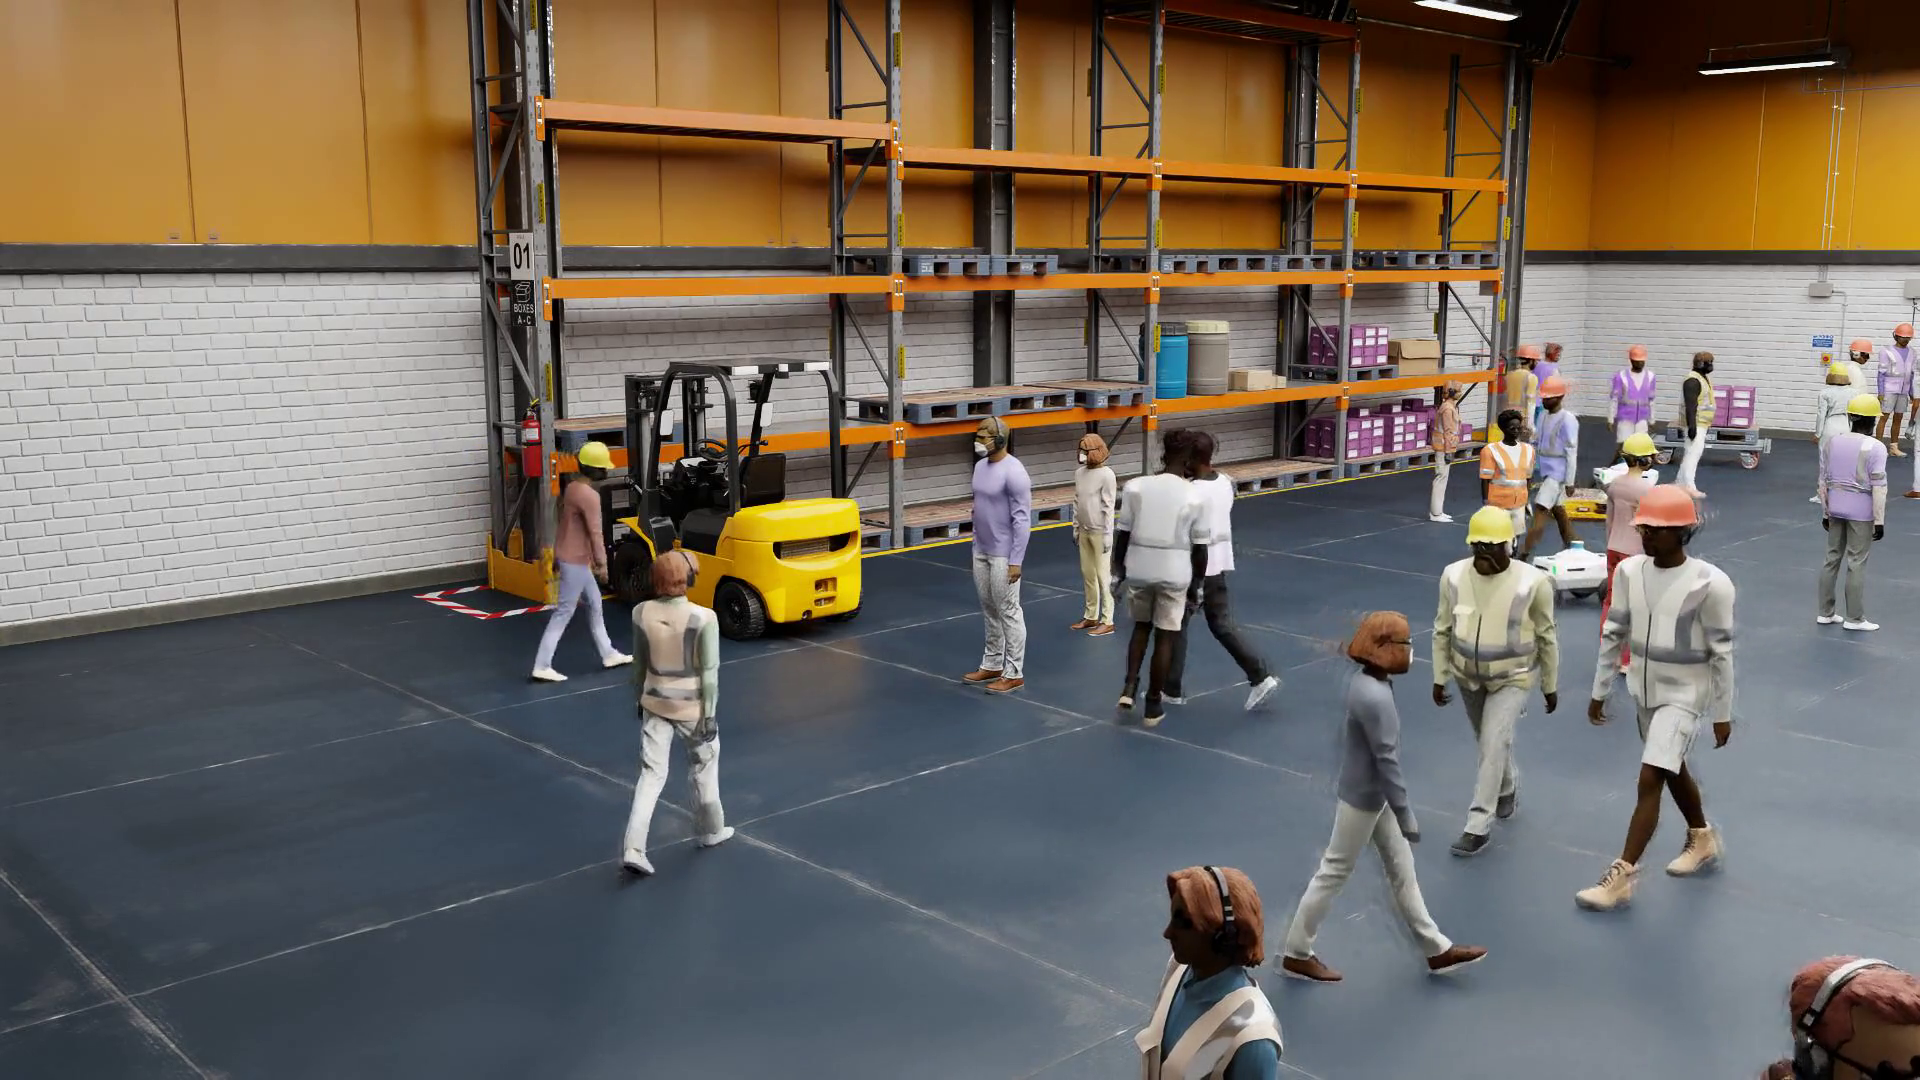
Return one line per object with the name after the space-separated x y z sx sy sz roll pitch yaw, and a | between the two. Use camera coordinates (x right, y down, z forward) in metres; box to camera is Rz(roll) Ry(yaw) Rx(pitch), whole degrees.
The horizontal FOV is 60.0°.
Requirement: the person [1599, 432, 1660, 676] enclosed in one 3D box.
4.883 0.102 12.080 0.309 1.772 0.525 -2 10 -14 | person

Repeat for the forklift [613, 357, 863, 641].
-1.847 -0.414 13.852 1.214 2.155 2.313 -9 13 -42 | forklift

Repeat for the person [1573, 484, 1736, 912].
3.352 0.712 7.897 1.062 1.990 0.628 -5 11 -26 | person

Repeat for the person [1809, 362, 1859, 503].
10.740 -1.314 20.438 0.487 1.746 0.289 0 10 -2 | person

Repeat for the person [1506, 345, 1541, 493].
7.161 -1.515 21.101 0.584 1.909 0.557 -5 11 -25 | person

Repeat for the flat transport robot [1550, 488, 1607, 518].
7.309 -0.453 19.704 0.652 0.197 1.431 3 10 14 | flat transport robot

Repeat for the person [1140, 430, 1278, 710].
1.669 0.210 11.092 0.894 1.893 0.590 8 12 38 | person

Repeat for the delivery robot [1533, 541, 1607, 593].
5.360 0.252 14.471 0.707 0.478 0.477 -3 10 -16 | delivery robot

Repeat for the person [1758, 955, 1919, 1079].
1.467 1.615 2.845 0.705 1.900 0.402 -3 10 -18 | person

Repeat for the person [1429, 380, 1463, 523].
5.563 -1.014 19.037 0.322 1.629 0.516 3 10 15 | person

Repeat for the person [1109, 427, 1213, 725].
1.318 0.232 10.836 0.658 1.930 0.511 4 11 24 | person

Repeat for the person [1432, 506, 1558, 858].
2.800 0.681 8.681 0.617 1.778 0.964 8 13 41 | person

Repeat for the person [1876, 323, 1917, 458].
14.118 -2.246 25.053 0.604 2.034 0.386 -1 10 -9 | person

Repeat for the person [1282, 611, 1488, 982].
1.758 1.081 6.872 0.859 1.590 0.505 3 10 15 | person

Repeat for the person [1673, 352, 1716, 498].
9.313 -1.463 21.087 0.476 1.836 0.661 6 12 33 | person

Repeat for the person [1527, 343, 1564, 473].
8.157 -1.842 23.342 0.405 1.815 0.670 -3 10 -15 | person

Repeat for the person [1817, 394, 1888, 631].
7.268 -0.226 13.533 0.370 1.927 0.588 -4 10 -22 | person

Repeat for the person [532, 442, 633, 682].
-2.702 0.155 11.911 0.890 1.717 0.548 -5 11 -27 | person

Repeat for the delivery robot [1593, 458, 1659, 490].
8.183 -0.766 20.437 0.707 0.478 0.477 1 10 3 | delivery robot

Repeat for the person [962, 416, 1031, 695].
0.261 0.101 11.588 0.352 1.937 0.635 -5 11 -28 | person

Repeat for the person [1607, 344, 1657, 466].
8.727 -1.595 21.592 0.592 1.913 0.564 0 10 3 | person

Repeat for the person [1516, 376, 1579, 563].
5.571 -0.625 15.956 0.956 1.886 0.564 -1 10 -3 | person

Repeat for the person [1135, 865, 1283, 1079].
0.587 1.555 3.950 0.307 1.641 0.511 -3 10 -17 | person

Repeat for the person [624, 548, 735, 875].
-1.434 0.839 8.262 0.530 1.600 0.848 4 10 21 | person

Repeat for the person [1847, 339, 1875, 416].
11.411 -1.577 21.273 0.393 1.985 0.611 3 10 18 | person

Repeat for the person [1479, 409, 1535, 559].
4.824 -0.309 14.697 0.535 1.697 0.318 -3 10 -16 | person

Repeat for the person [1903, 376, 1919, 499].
12.099 -1.435 20.794 0.528 1.865 0.313 0 10 -1 | person

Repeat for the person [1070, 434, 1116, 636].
1.074 -0.047 13.377 0.280 1.624 0.494 -6 12 -33 | person
